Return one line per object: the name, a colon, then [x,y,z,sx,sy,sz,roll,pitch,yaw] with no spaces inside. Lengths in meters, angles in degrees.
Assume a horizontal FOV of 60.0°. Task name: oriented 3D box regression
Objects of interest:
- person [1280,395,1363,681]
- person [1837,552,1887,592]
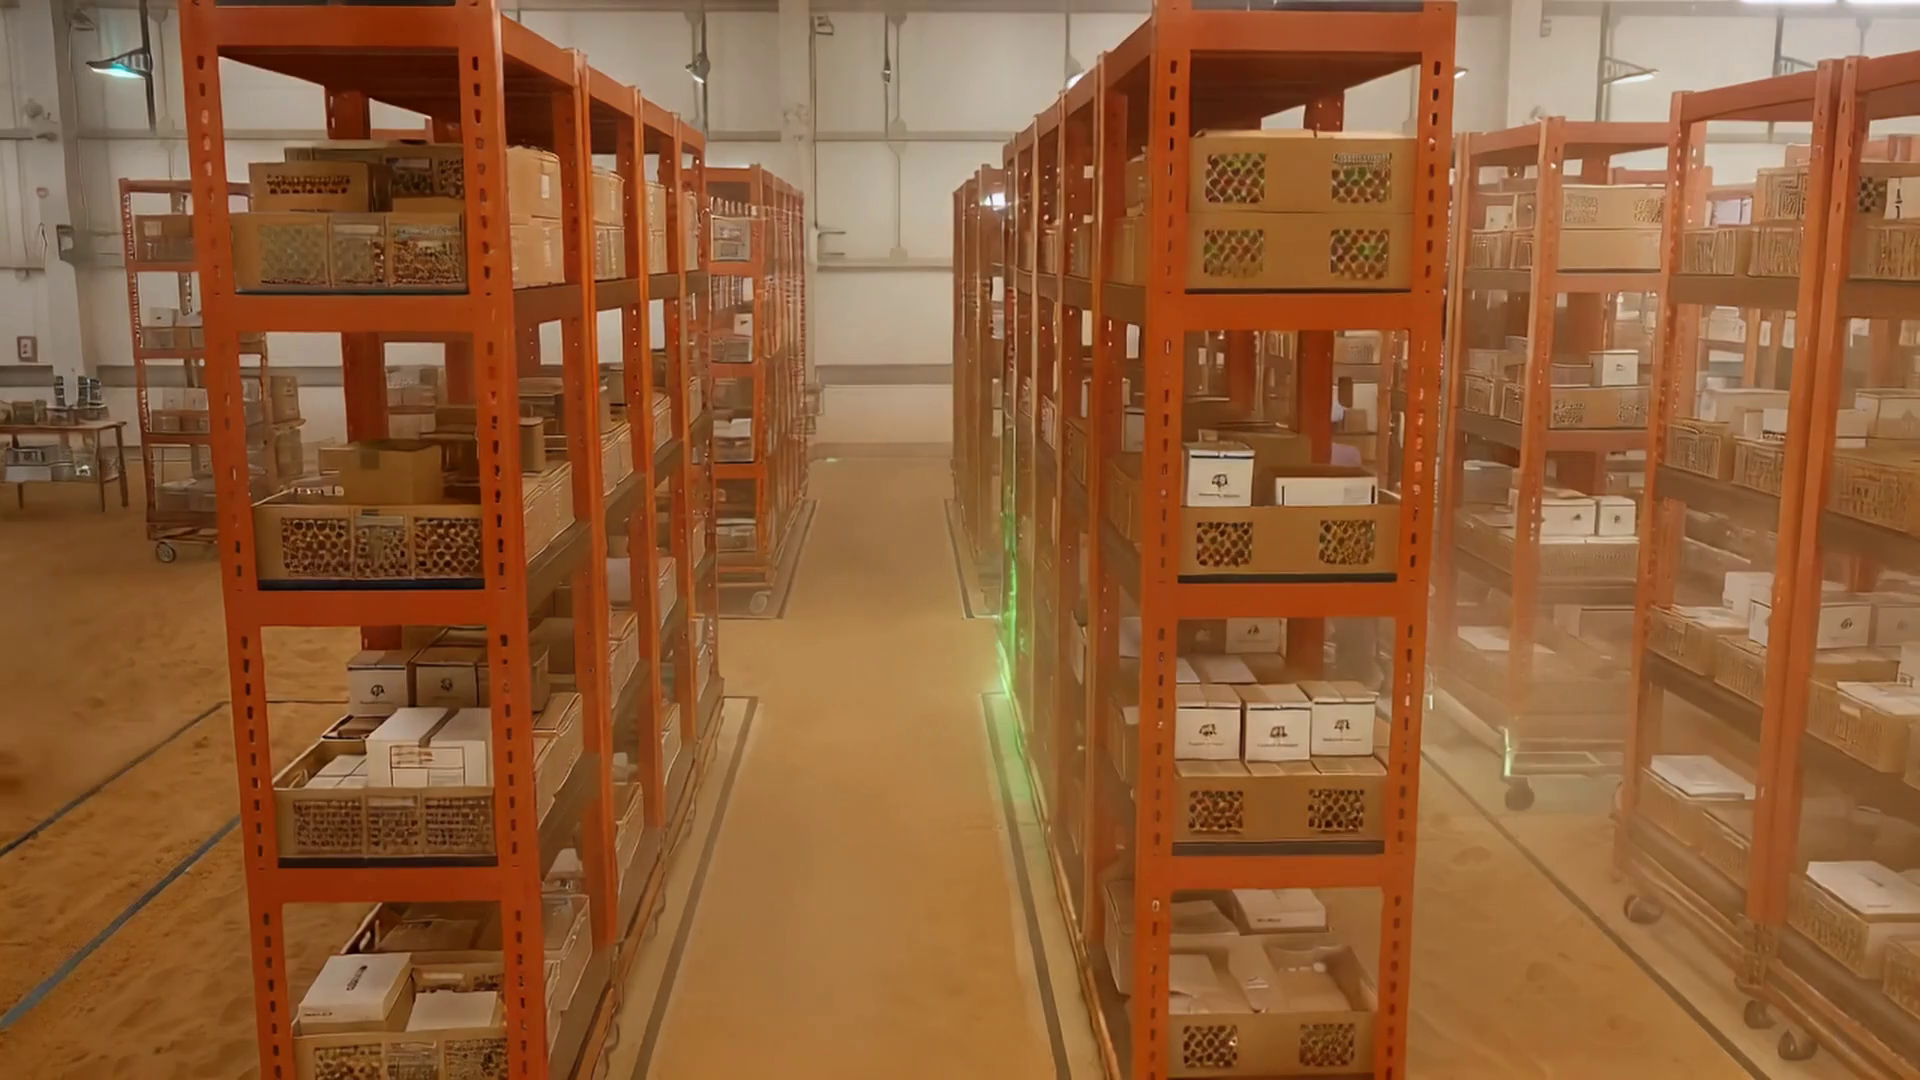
person: [2.451,-0.008,11.356,0.609,1.996,0.383,-1,10,-8]
person: [6.714,-0.081,12.234,0.600,1.830,0.403,-4,11,-24]
